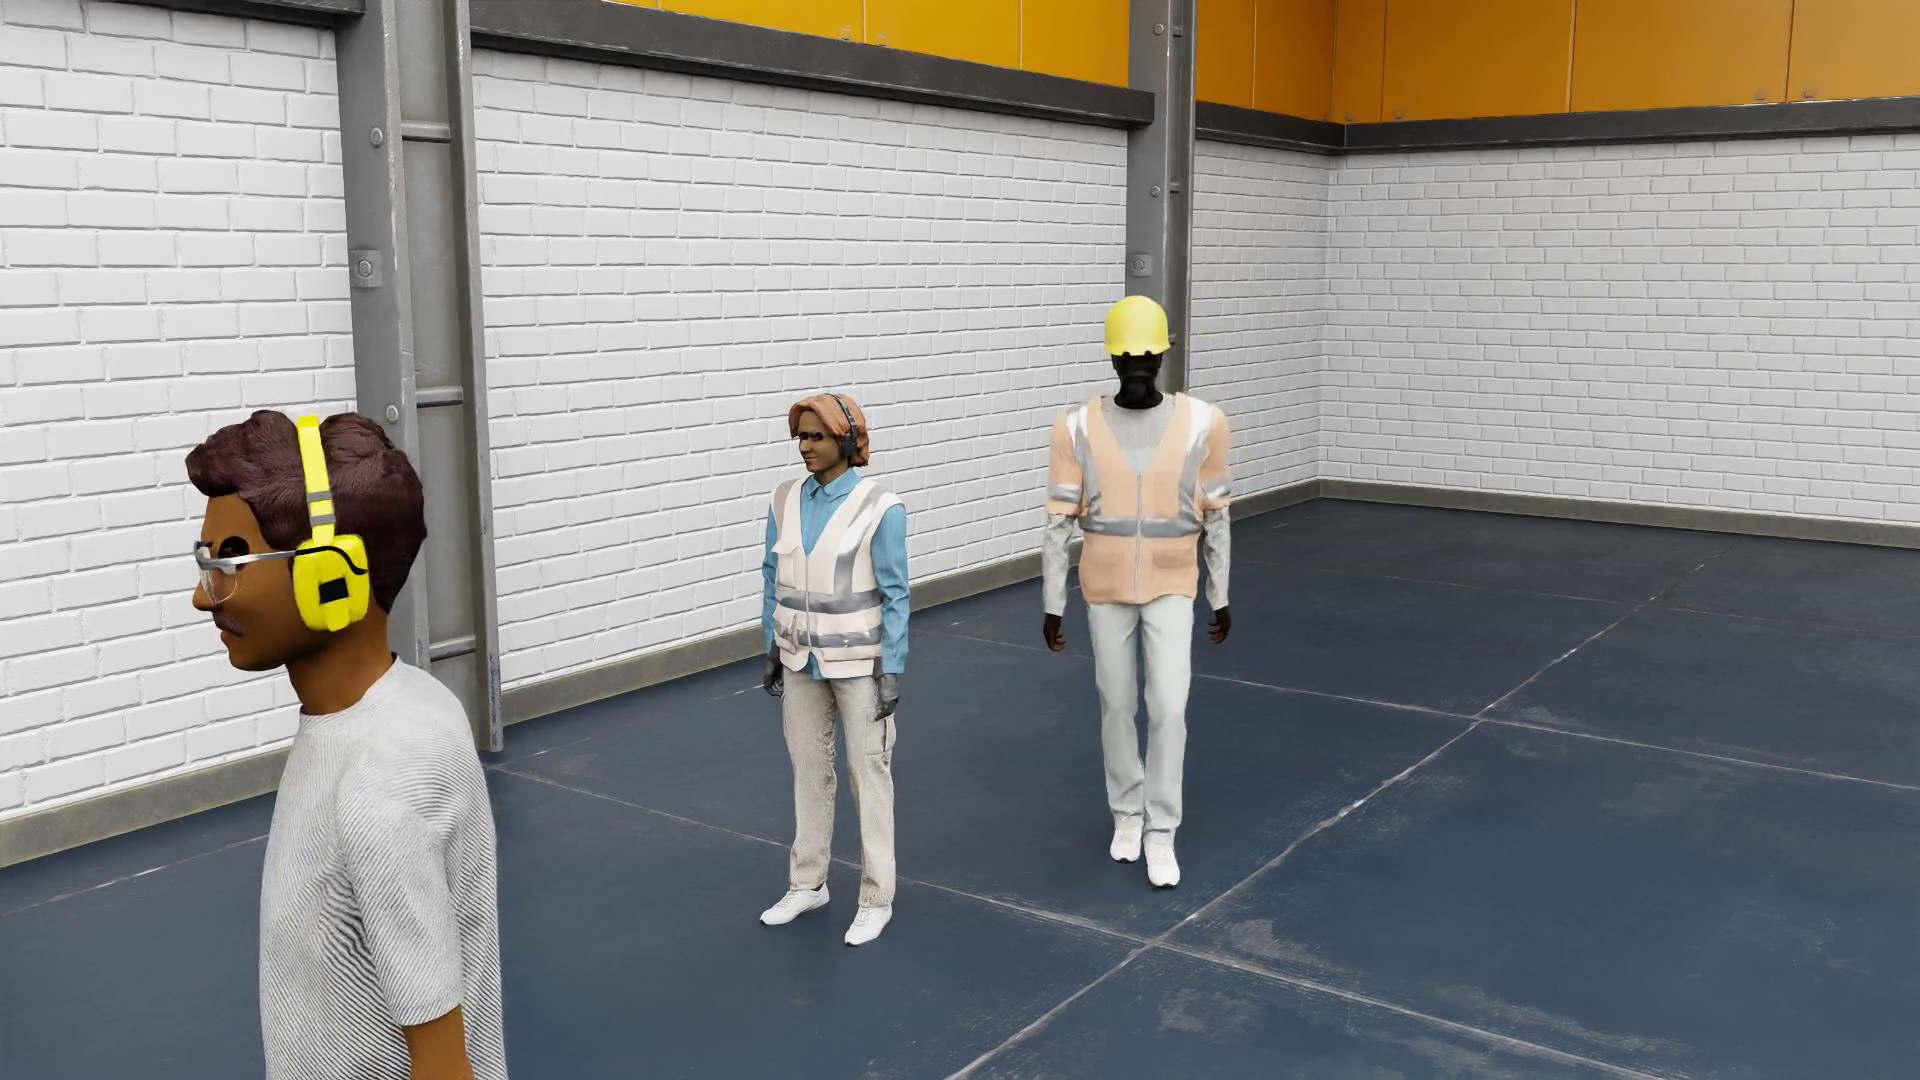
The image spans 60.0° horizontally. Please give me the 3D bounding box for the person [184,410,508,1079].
[{"bbox_3d":[-0.672,0.781,1.905,0.313,1.866,0.539,-4,10,-21],"label":"person"}]

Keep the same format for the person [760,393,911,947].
[{"bbox_3d":[-0.377,0.379,4.973,0.520,1.640,0.307,6,11,32],"label":"person"}]

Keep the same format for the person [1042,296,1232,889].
[{"bbox_3d":[0.571,0.171,5.408,0.625,1.902,0.707,1,10,9],"label":"person"}]
